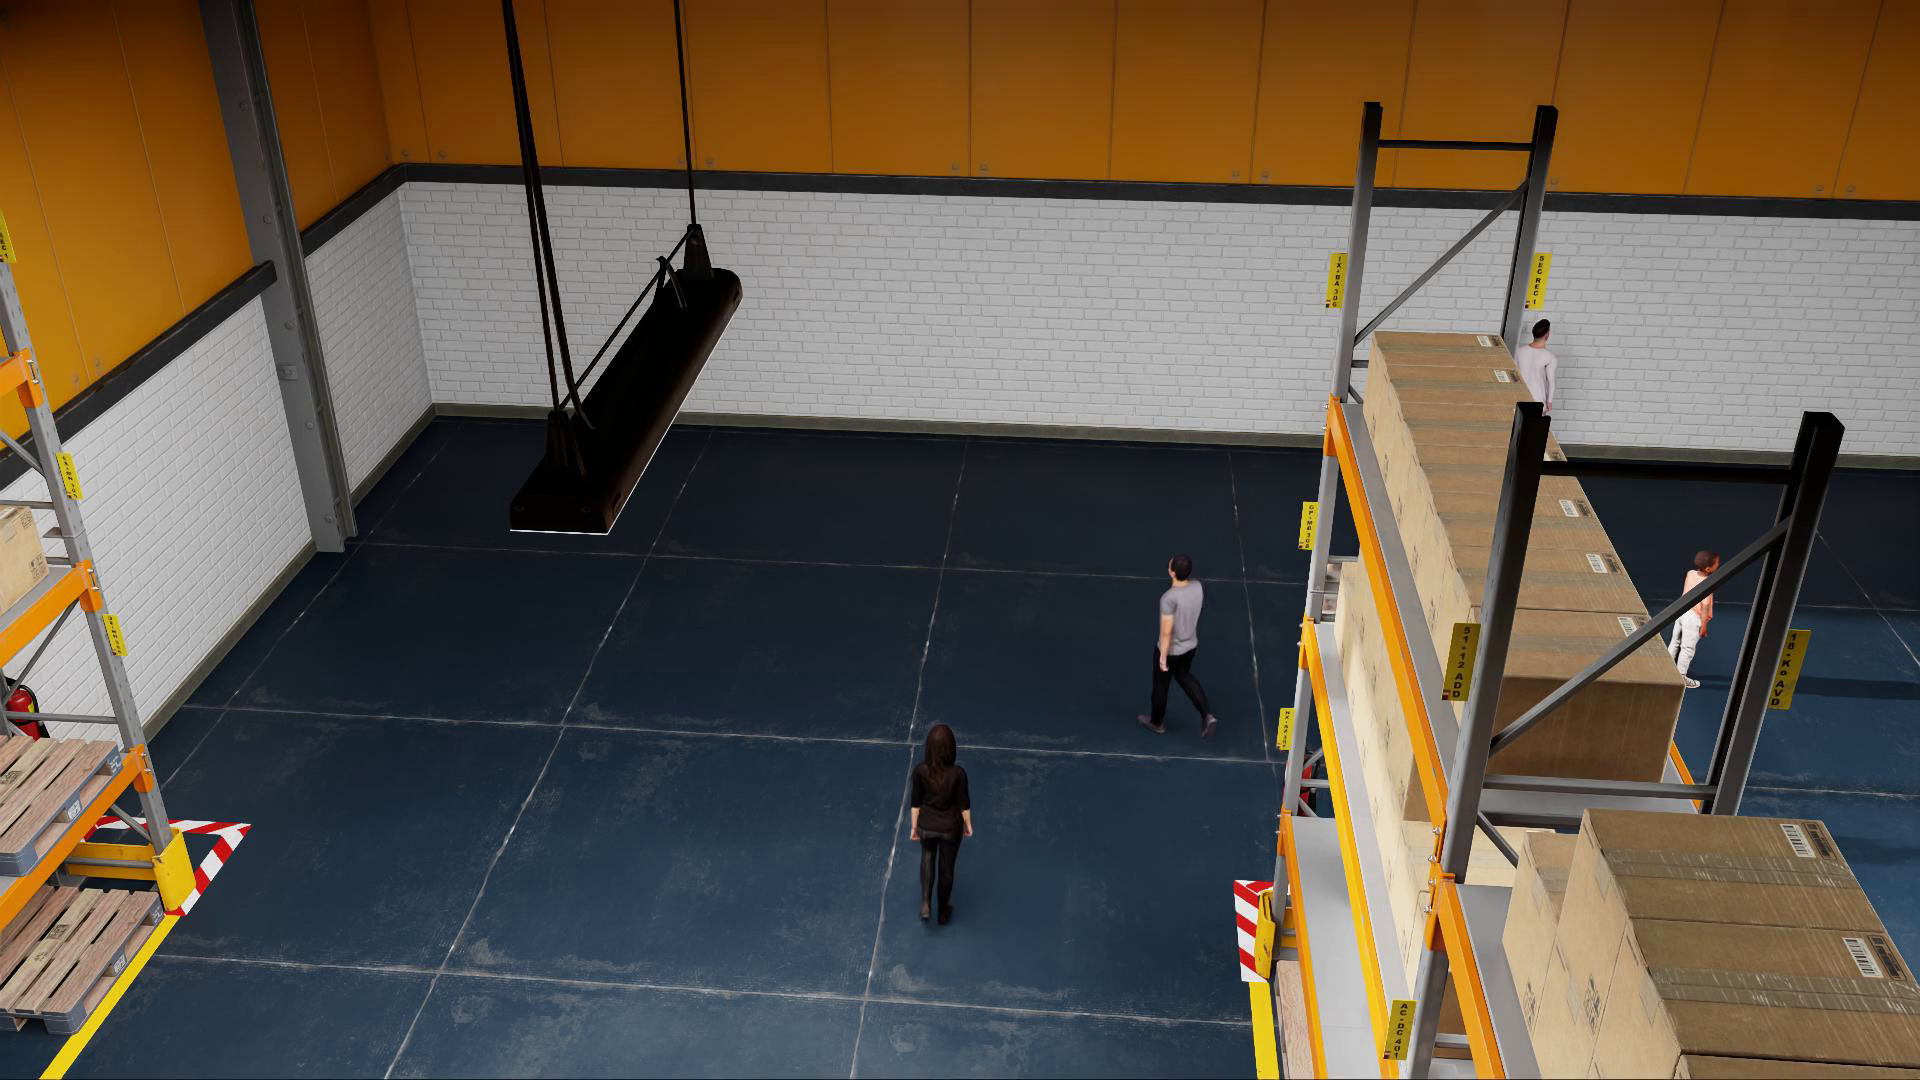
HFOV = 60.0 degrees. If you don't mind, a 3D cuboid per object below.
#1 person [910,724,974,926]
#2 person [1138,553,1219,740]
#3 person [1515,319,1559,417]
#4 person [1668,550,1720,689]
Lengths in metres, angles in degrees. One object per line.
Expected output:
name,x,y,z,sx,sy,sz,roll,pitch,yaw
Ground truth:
person,-0.153,2.066,11.660,0.609,1.630,0.648,5,29,10
person,1.843,0.902,13.678,0.989,1.740,1.047,-23,36,-35
person,6.187,-1.534,18.039,0.754,1.841,0.779,23,36,36
person,6.405,0.669,14.554,0.596,1.310,0.468,-5,29,-8
